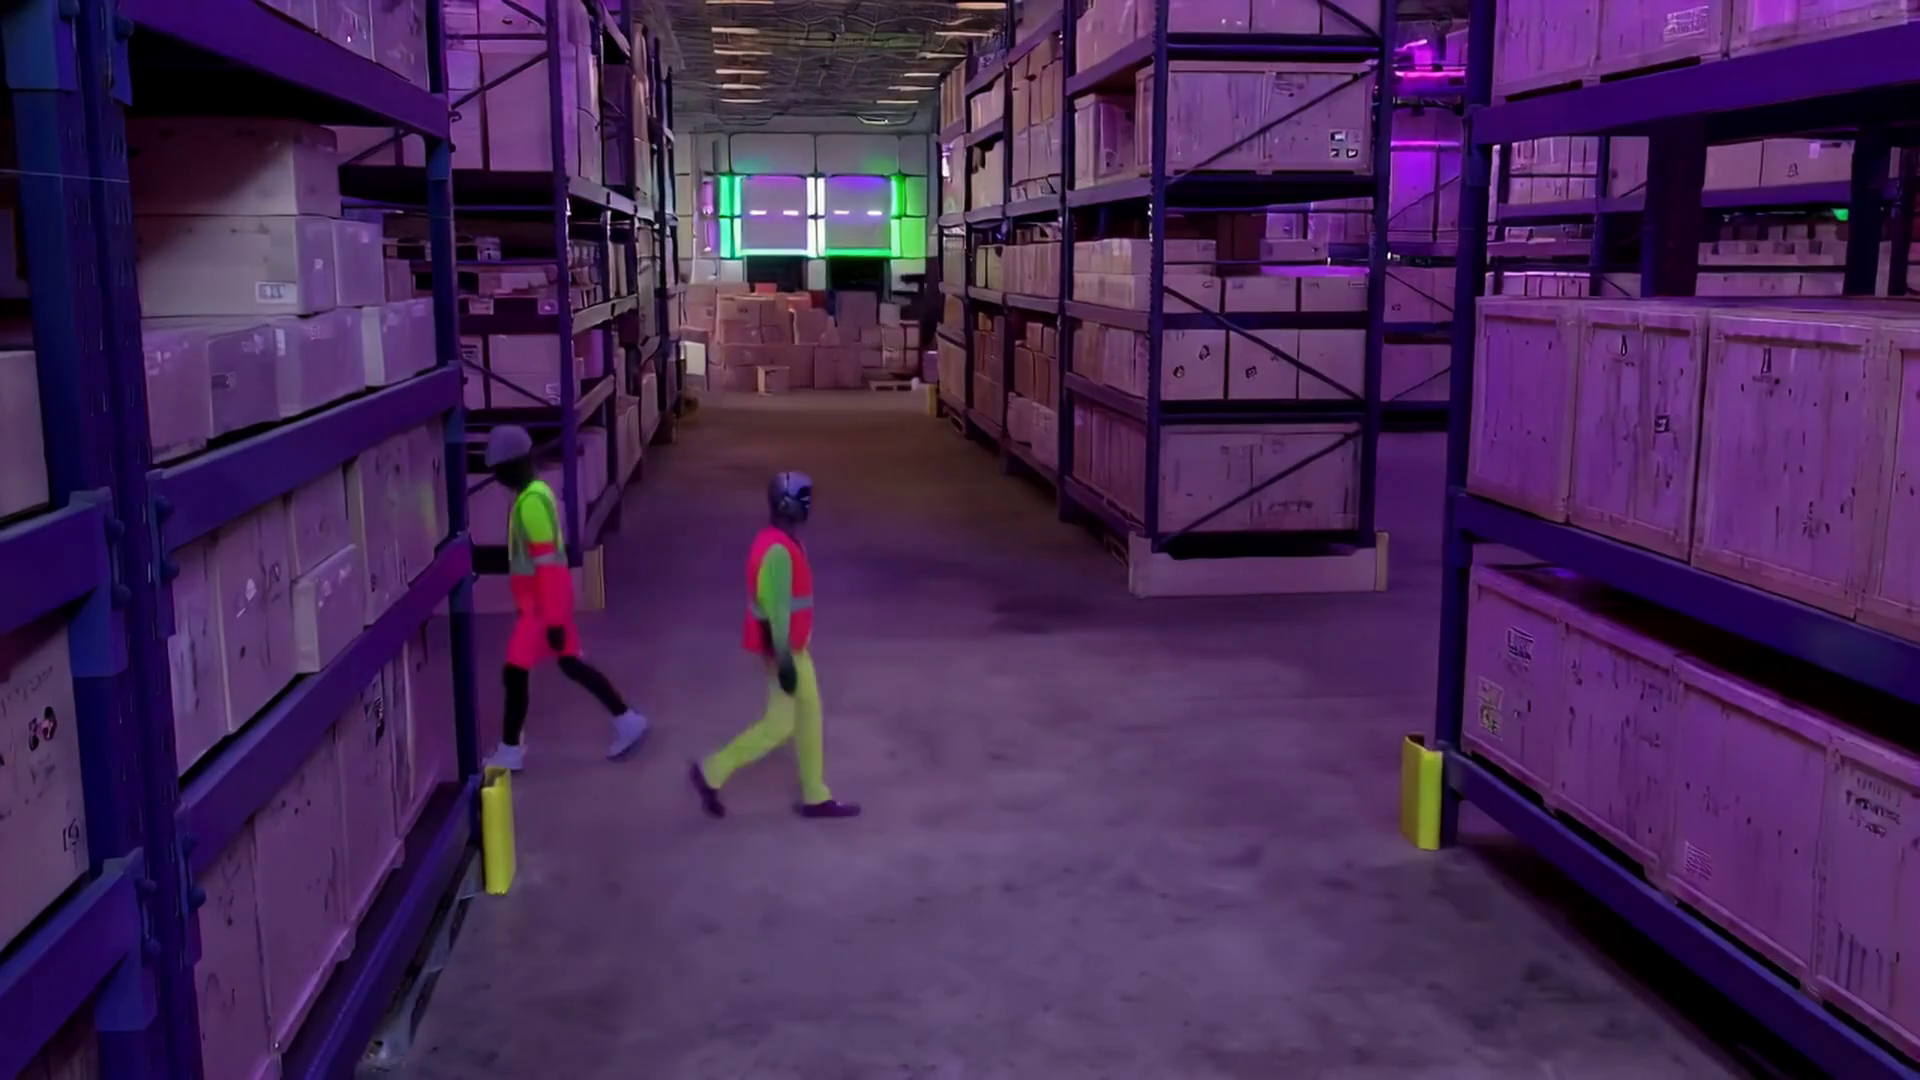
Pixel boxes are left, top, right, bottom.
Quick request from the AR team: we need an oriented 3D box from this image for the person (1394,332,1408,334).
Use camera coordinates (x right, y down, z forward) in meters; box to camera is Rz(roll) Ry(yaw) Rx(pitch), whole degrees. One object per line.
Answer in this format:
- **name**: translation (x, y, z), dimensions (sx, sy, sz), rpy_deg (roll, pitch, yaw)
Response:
- **person**: translation (8.986, -3.838, 33.782), dimensions (0.962, 1.903, 0.554), rpy_deg (2, 10, 13)

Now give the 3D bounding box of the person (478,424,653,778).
- **person**: translation (-2.252, 0.332, 9.257), dimensions (1.029, 1.993, 0.643), rpy_deg (-2, 10, -12)

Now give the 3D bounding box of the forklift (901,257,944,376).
- **forklift**: translation (-0.345, -5.250, 39.129), dimensions (1.873, 2.768, 1.129), rpy_deg (9, 13, 41)

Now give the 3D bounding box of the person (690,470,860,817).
- **person**: translation (-0.947, 0.549, 8.453), dimensions (0.783, 1.824, 0.581), rpy_deg (0, 10, 1)

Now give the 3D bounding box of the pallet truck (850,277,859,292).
- **pallet truck**: translation (-3.782, -9.391, 65.808), dimensions (1.885, 1.965, 0.823), rpy_deg (2, 10, 10)

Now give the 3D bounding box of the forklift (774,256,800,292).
- **forklift**: translation (-6.241, -8.864, 60.169), dimensions (1.129, 2.768, 1.873), rpy_deg (-7, 12, -35)
